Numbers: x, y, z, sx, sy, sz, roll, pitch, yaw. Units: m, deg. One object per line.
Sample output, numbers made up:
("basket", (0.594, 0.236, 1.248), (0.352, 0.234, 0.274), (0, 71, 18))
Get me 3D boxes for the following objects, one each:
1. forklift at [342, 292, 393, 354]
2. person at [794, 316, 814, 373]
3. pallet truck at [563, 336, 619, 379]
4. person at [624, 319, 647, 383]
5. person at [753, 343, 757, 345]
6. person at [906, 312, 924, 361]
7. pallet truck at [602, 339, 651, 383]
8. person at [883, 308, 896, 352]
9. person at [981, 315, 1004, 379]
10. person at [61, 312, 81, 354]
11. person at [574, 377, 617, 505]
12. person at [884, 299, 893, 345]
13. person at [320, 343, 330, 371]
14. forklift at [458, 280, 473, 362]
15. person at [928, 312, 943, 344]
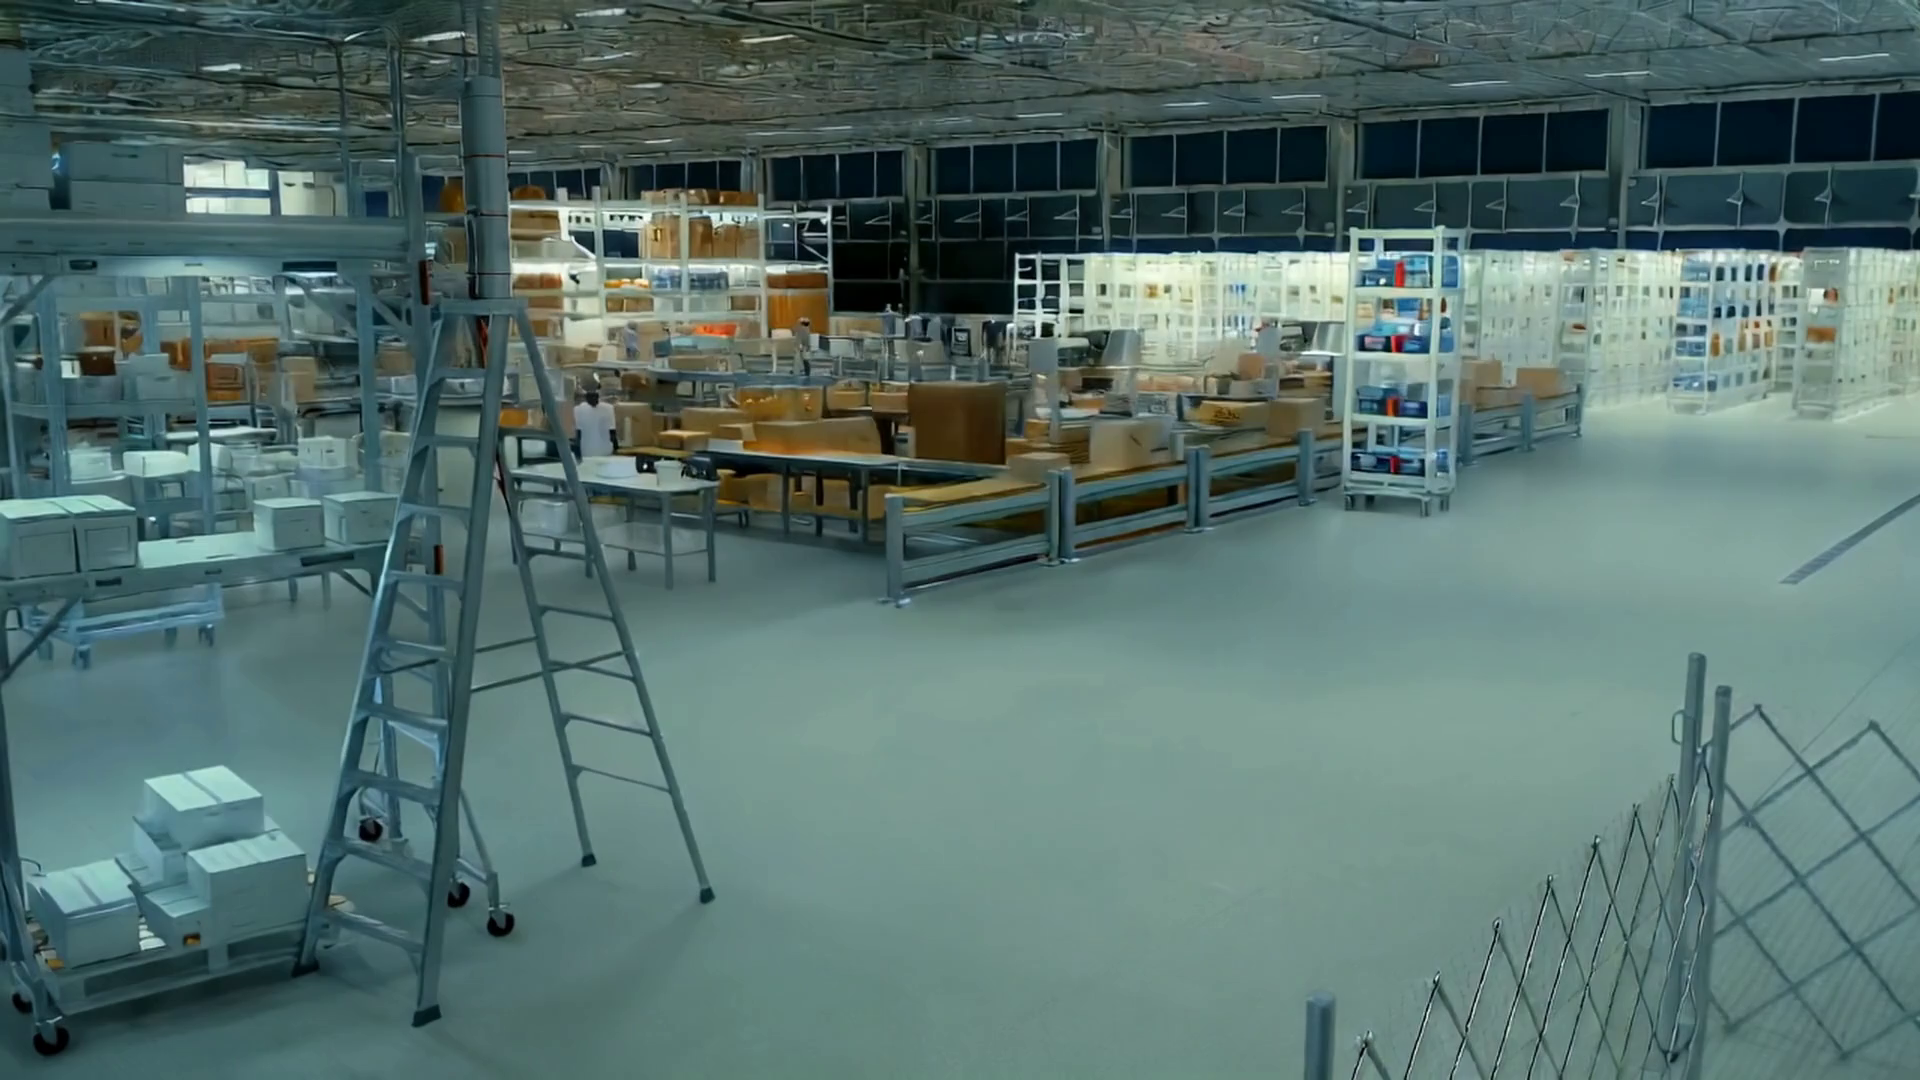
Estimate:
("forklift", (-16.485, -5.622, 45.120), (1.129, 2.768, 1.873), (7, 11, 37))
("person", (-4.503, -5.606, 48.424), (0.929, 1.779, 0.617), (7, 11, 37))
("pallet truck", (-10.690, -5.294, 48.215), (1.601, 1.201, 0.680), (-5, 10, -26))
("person", (-8.142, -4.550, 41.524), (1.017, 1.896, 0.609), (5, 10, 27))
("person", (-8.325, -8.884, 68.698), (0.642, 1.858, 1.010), (8, 12, 42))
("person", (-1.498, -6.541, 54.220), (0.970, 1.789, 0.594), (3, 10, 20))
("pallet truck", (-8.991, -4.871, 45.351), (0.653, 1.274, 1.630), (7, 11, 37))
("person", (-2.755, -8.116, 64.337), (0.498, 1.710, 0.852), (-3, 9, -16))
("person", (0.945, -5.547, 47.859), (0.662, 1.861, 1.005), (-1, 9, -4))
("person", (-29.318, -6.692, 54.893), (0.680, 1.879, 0.485), (-1, 9, -4))
("person", (-4.173, -0.935, 19.010), (0.532, 1.869, 0.311), (2, 9, 10))
("person", (-3.021, -9.237, 70.609), (0.361, 1.940, 0.543), (-4, 10, -23))
("person", (-17.836, -5.282, 46.696), (0.537, 1.681, 0.530), (8, 12, 41))
("forklift", (-14.849, -6.514, 50.687), (1.129, 2.768, 1.873), (7, 11, 37))
("person", (-0.856, -6.839, 56.221), (0.561, 1.752, 0.326), (-6, 11, -34))
